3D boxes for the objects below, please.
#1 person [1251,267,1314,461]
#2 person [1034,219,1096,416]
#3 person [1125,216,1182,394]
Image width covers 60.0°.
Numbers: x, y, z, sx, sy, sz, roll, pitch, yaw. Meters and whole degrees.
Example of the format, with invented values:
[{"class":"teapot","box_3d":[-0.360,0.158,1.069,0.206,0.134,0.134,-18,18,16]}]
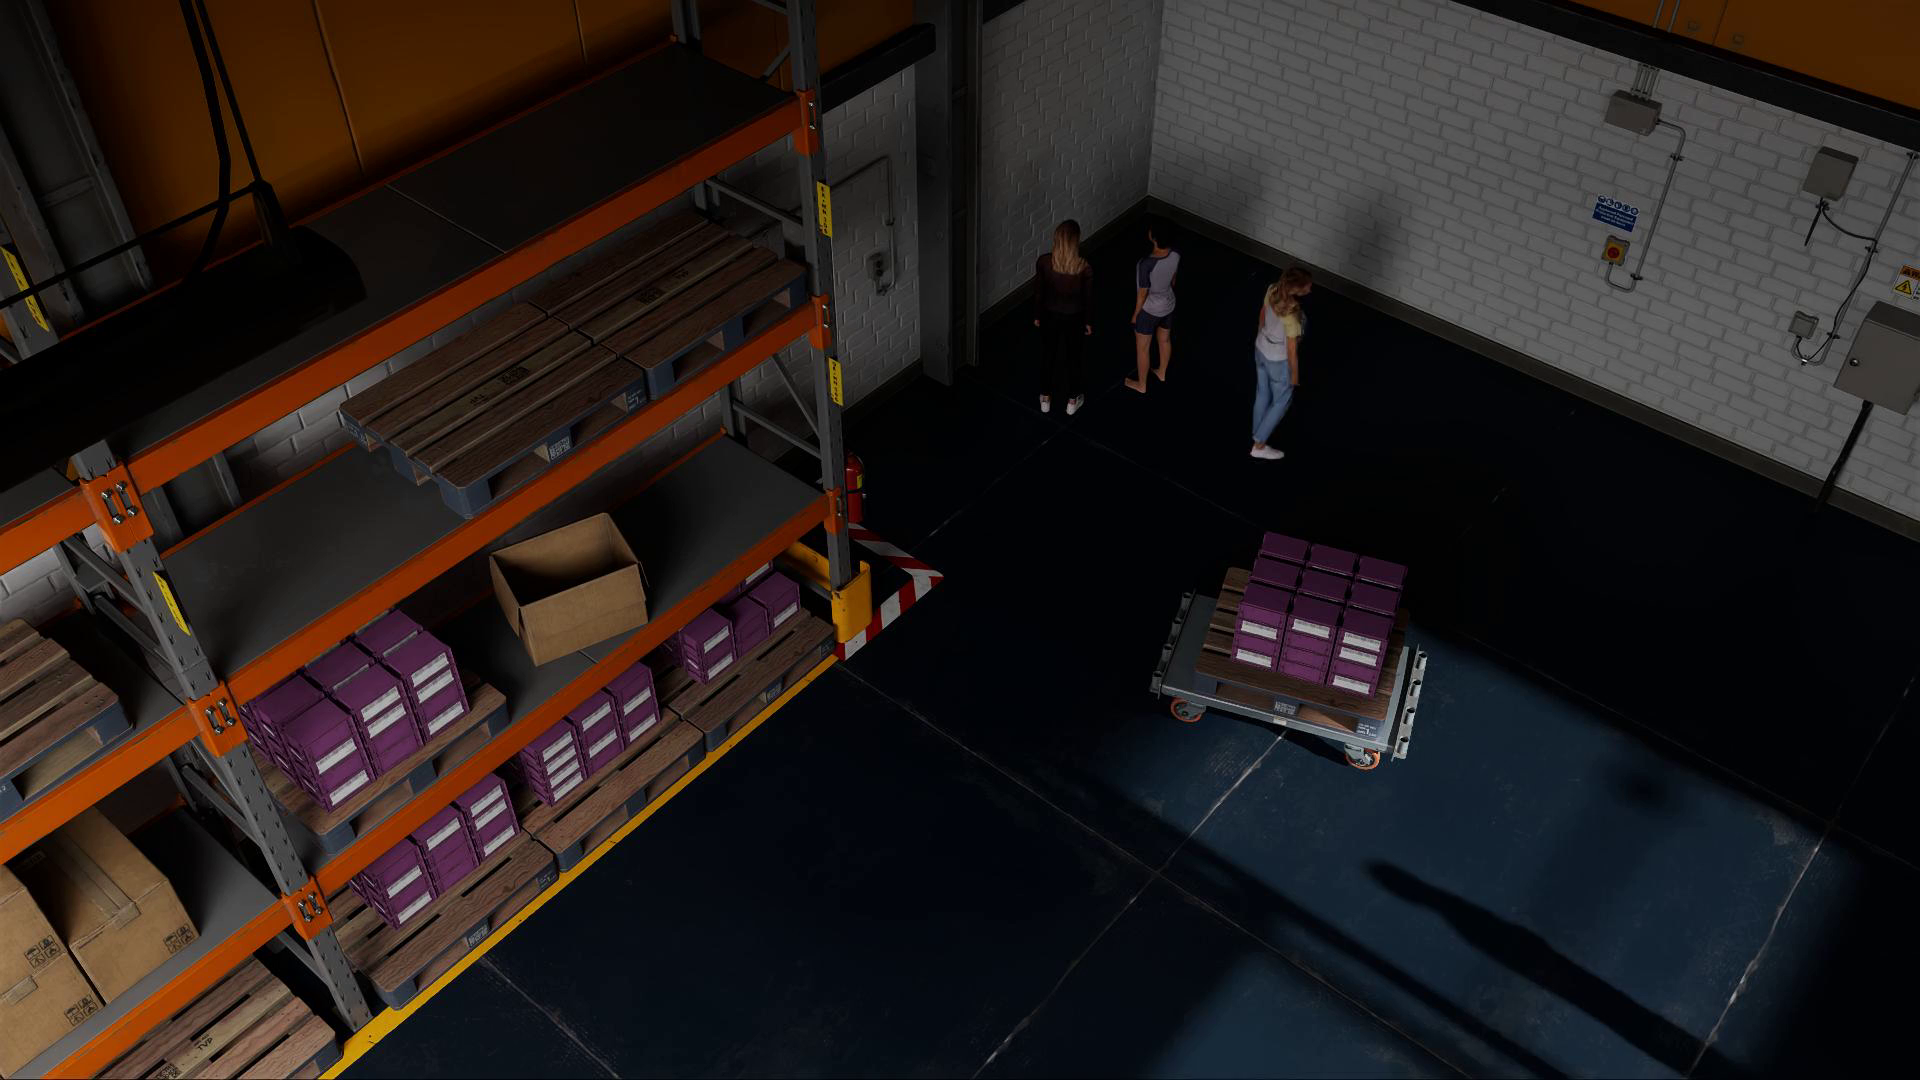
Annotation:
[{"class":"person","box_3d":[2.337,-1.364,12.390,0.718,1.700,0.738,-31,52,-28]},{"class":"person","box_3d":[0.785,-1.695,12.735,0.676,1.703,0.655,9,44,9]},{"class":"person","box_3d":[1.527,-1.850,12.998,0.521,1.564,0.666,-28,50,-27]}]
